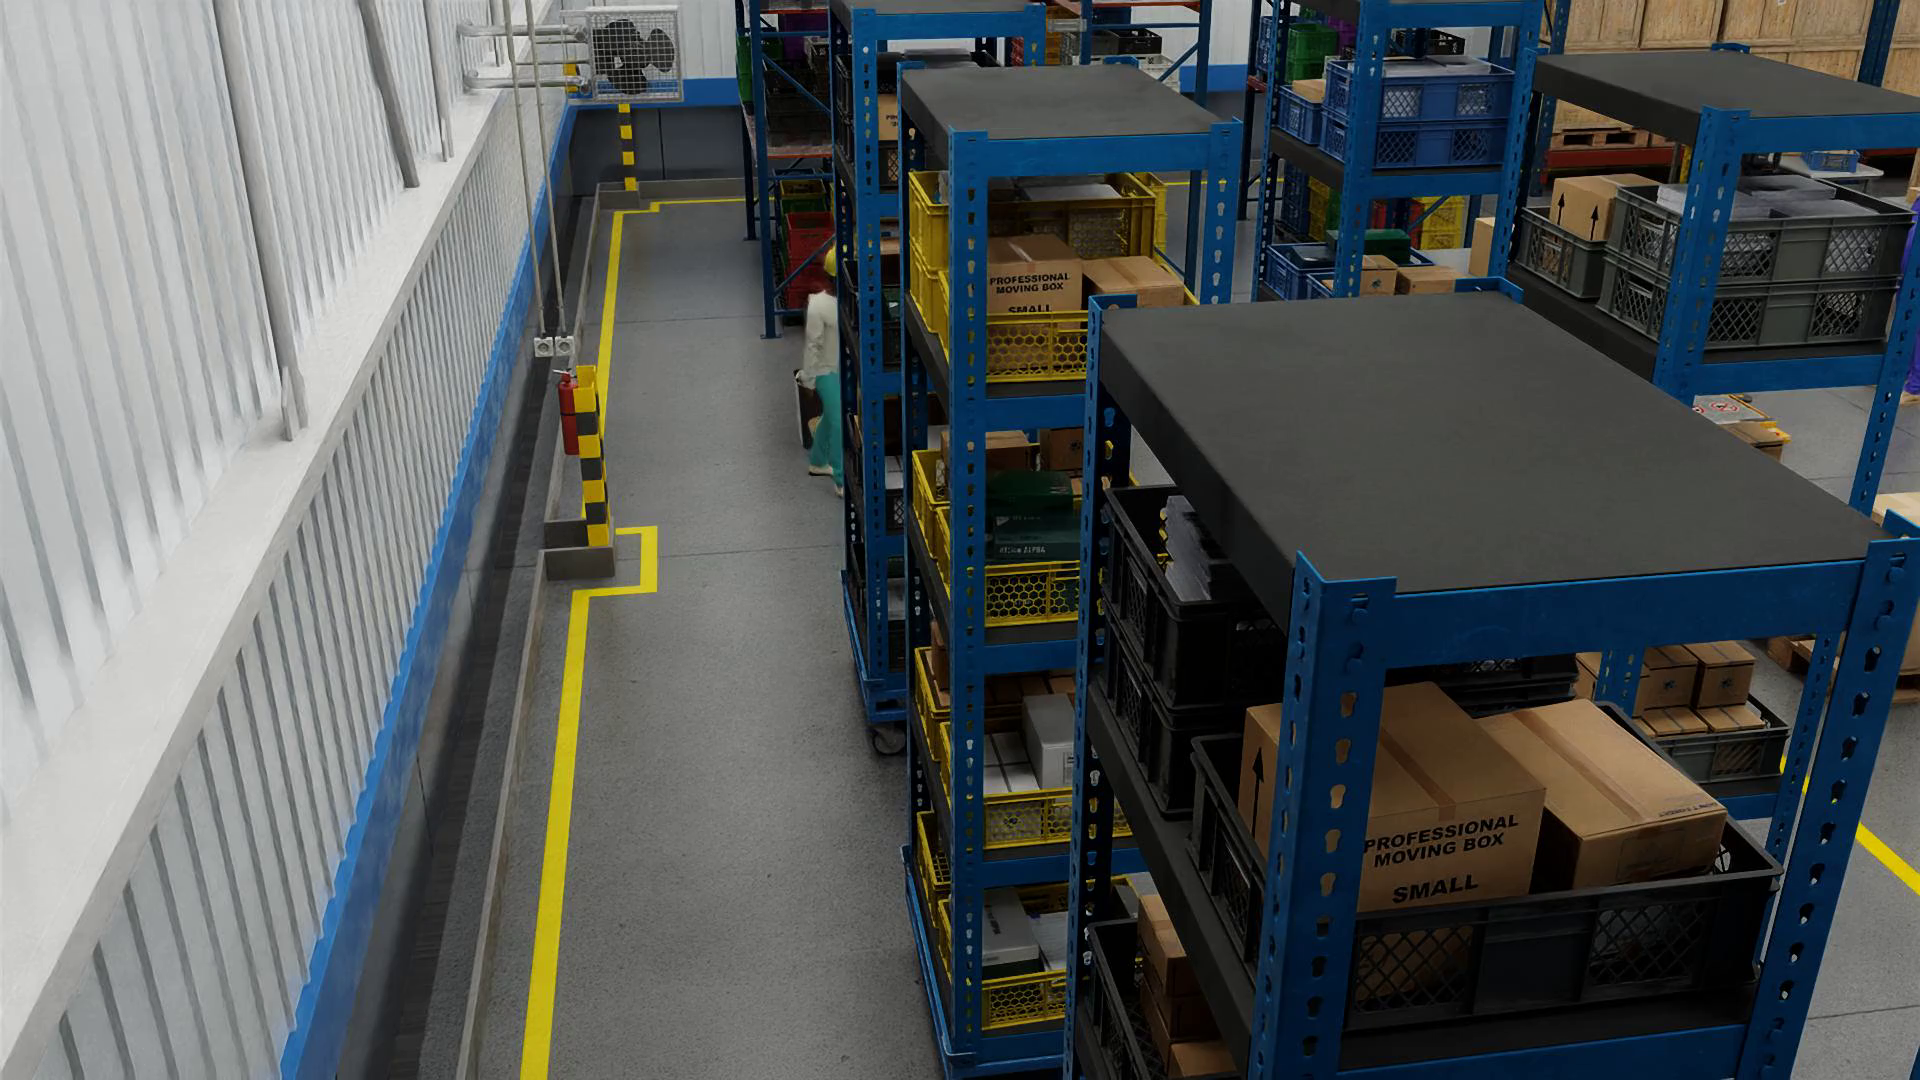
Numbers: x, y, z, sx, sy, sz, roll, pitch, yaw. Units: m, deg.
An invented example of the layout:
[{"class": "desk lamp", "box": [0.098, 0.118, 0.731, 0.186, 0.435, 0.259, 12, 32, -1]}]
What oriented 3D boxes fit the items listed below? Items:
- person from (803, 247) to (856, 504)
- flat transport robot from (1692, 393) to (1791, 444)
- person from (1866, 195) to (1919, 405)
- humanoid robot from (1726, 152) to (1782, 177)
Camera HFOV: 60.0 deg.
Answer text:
[{"class": "person", "box": [-0.844, -1.135, 11.024, 0.630, 1.723, 0.541, 17, 30, 33]}, {"class": "flat transport robot", "box": [5.224, -0.859, 12.132, 1.431, 0.197, 0.652, -4, 25, -8]}, {"class": "person", "box": [7.324, -2.057, 12.652, 0.535, 2.000, 0.680, 2, 25, 5]}, {"class": "humanoid robot", "box": [7.300, -3.154, 15.453, 0.591, 1.657, 0.326, -3, 25, -6]}]
